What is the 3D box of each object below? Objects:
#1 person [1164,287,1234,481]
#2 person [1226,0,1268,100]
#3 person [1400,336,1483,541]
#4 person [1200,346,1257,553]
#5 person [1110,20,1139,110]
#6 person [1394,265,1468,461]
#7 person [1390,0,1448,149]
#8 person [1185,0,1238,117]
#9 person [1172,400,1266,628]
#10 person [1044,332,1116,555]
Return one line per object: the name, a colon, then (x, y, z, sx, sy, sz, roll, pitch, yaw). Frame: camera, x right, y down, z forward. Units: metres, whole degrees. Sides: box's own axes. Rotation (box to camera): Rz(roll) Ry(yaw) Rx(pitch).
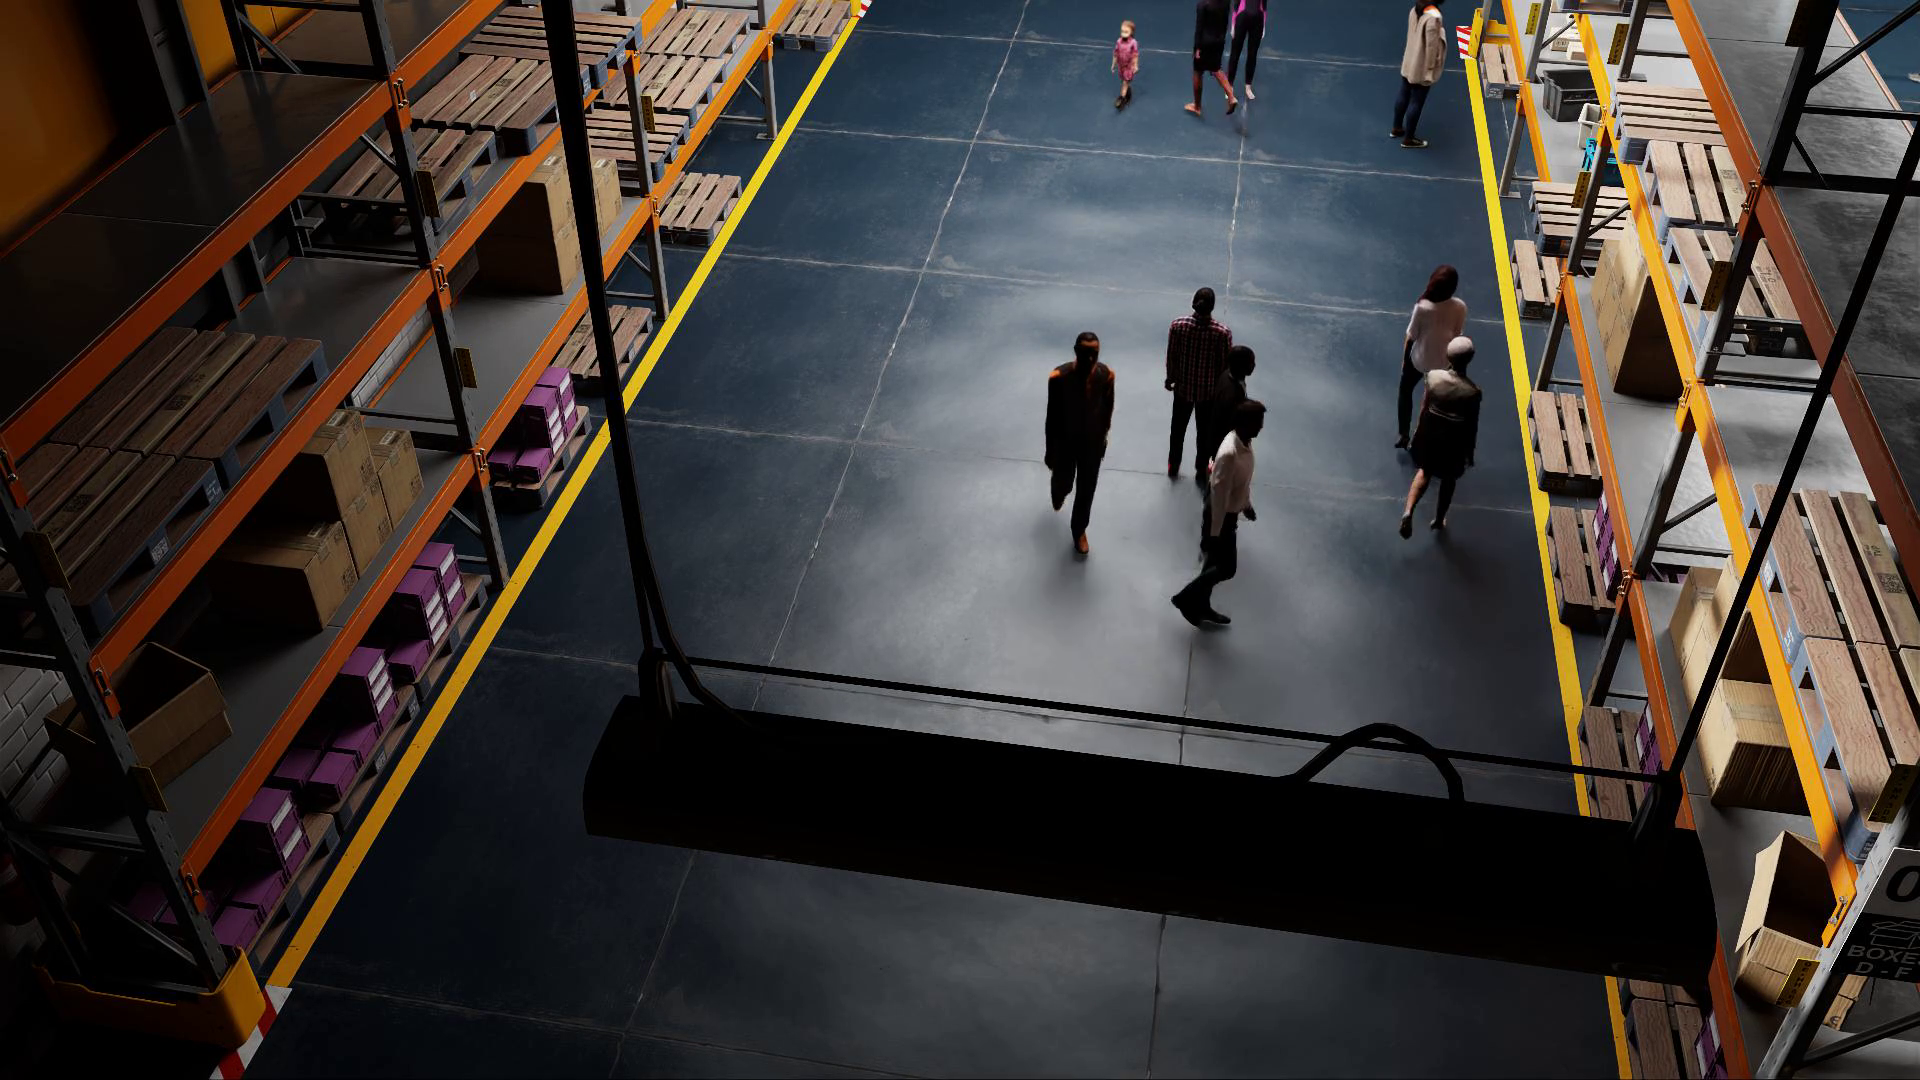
person: (1.905, -1.263, 13.371, 0.727, 1.761, 0.640, 12, 40, 14)
person: (3.353, -5.994, 19.306, 0.611, 1.749, 0.619, -2, 39, -3)
person: (3.637, -0.720, 12.713, 1.016, 1.736, 0.919, -32, 48, -33)
person: (2.017, -0.694, 12.628, 0.747, 1.800, 0.559, 1, 39, 1)
person: (1.953, -5.553, 19.354, 0.568, 1.000, 0.772, 18, 42, 21)
person: (3.823, -1.365, 13.479, 0.599, 1.787, 0.560, 5, 39, 6)
person: (5.050, -5.286, 18.304, 0.843, 1.892, 0.737, -7, 39, -9)
person: (2.882, -5.553, 18.792, 0.974, 1.701, 1.051, -22, 44, -25)
person: (1.812, -0.189, 11.971, 0.822, 1.830, 0.707, 16, 41, 19)
person: (0.882, -0.812, 12.702, 0.858, 1.893, 1.036, -5, 39, -6)
